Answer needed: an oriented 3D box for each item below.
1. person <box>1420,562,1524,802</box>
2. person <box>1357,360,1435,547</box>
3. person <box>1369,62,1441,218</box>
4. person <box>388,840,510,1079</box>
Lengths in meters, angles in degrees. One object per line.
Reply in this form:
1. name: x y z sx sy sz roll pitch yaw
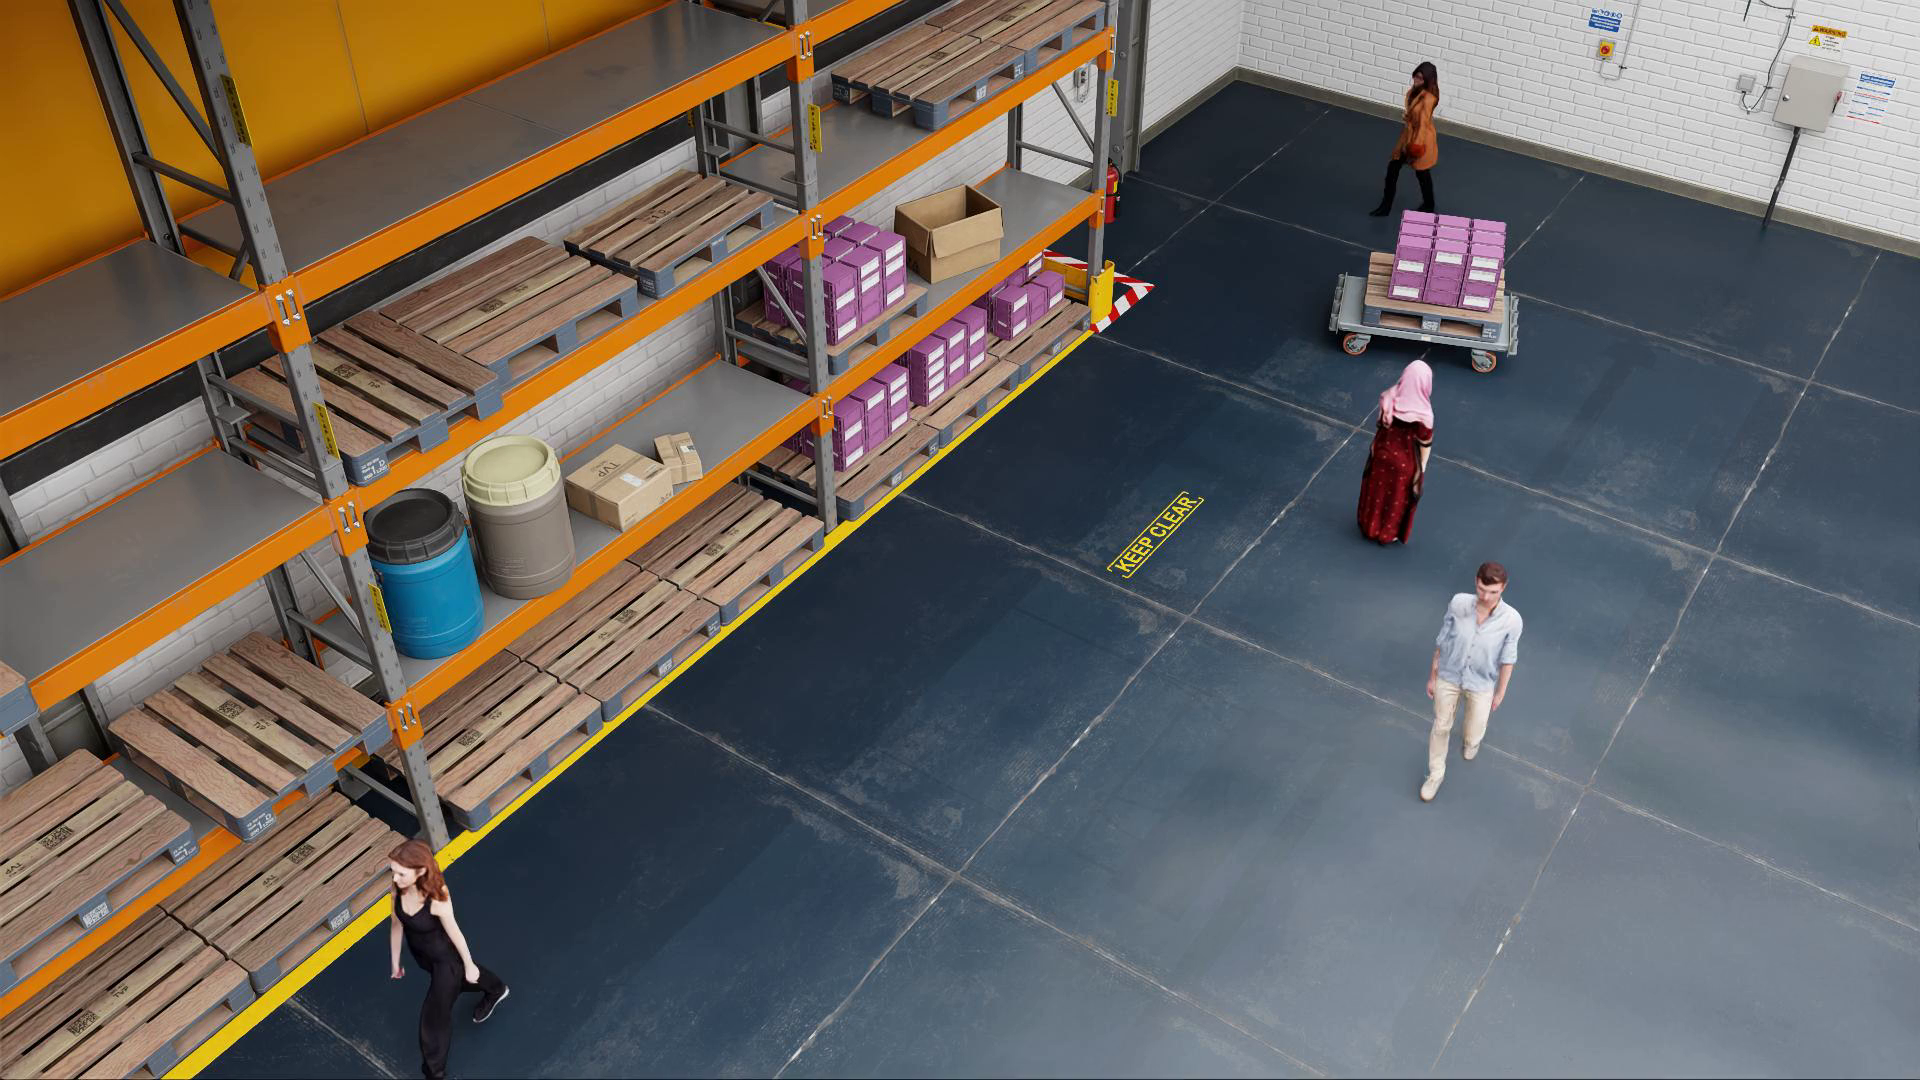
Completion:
1. person: 3.245 0.840 10.568 0.679 1.834 0.868 20 43 23
2. person: 3.312 -0.650 12.596 0.657 1.631 0.711 -31 48 -33
3. person: 4.669 -4.009 16.755 1.102 1.690 1.016 -6 39 -8
4. person: -2.763 2.177 9.003 0.639 1.697 1.123 20 43 23
